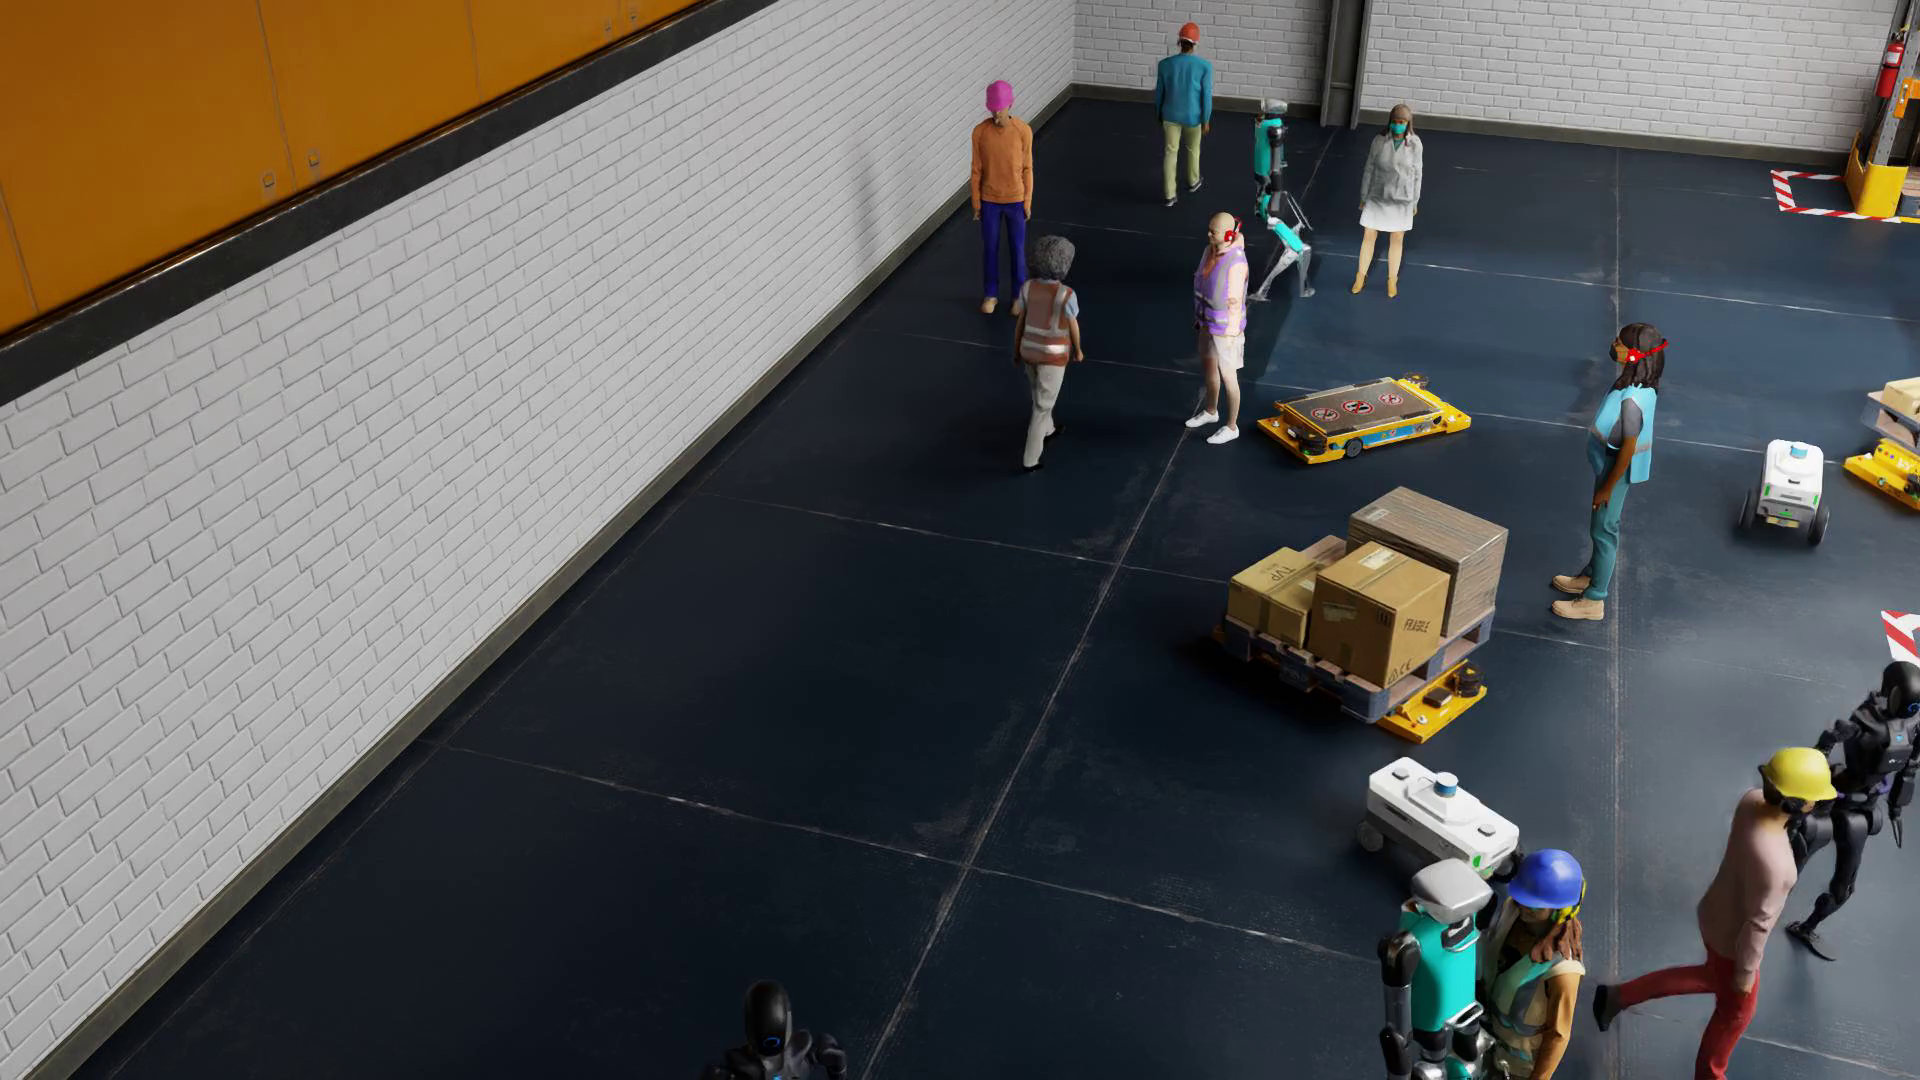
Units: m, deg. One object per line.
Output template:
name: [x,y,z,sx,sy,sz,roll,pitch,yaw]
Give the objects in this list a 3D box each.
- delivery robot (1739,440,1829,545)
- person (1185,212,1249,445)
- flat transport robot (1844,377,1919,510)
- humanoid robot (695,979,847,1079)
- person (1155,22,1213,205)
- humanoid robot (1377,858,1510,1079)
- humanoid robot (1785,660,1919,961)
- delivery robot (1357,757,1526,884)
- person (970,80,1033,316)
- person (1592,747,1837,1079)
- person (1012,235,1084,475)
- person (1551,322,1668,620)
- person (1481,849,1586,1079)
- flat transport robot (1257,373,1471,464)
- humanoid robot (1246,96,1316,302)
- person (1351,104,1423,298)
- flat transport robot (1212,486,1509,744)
delivery robot: [5.452,-0.339,10.939,0.499,0.614,0.812,13,33,21]
person: [1.838,-1.512,11.801,0.353,1.685,0.486,-13,33,-21]
flat transport robot: [6.963,-0.532,11.531,1.431,0.231,0.659,-10,32,-16]
humanoid robot: [-0.665,2.090,5.683,0.609,1.638,0.528,-11,32,-19]
person: [2.217,-4.220,16.364,0.593,1.716,0.815,10,32,17]
humanoid robot: [1.799,1.982,5.826,0.541,1.787,0.775,-22,37,-32]
humanoid robot: [3.843,1.185,7.238,0.610,1.640,0.379,-5,31,-9]
delivery robot: [2.299,1.379,7.986,0.499,0.583,0.774,-21,36,-31]
person: [0.341,-2.821,13.752,0.519,1.972,0.404,4,31,6]
person: [2.996,1.520,6.588,0.627,1.748,0.539,9,32,15]
person: [0.644,-1.307,11.471,0.429,1.654,0.774,22,37,32]
person: [3.813,-0.392,9.717,0.390,1.866,0.528,11,32,18]
person: [1.993,1.818,6.040,0.306,1.781,0.462,-8,31,-14]
flat transport robot: [2.953,-0.890,12.140,1.431,0.231,0.659,-13,33,-21]
humanoid robot: [2.837,-2.820,14.068,0.802,1.853,0.560,-3,31,-5]
person: [3.644,-2.872,14.133,0.497,1.660,0.337,9,32,15]
flat transport robot: [2.211,0.659,9.503,0.659,0.231,1.431,-26,39,-37]
